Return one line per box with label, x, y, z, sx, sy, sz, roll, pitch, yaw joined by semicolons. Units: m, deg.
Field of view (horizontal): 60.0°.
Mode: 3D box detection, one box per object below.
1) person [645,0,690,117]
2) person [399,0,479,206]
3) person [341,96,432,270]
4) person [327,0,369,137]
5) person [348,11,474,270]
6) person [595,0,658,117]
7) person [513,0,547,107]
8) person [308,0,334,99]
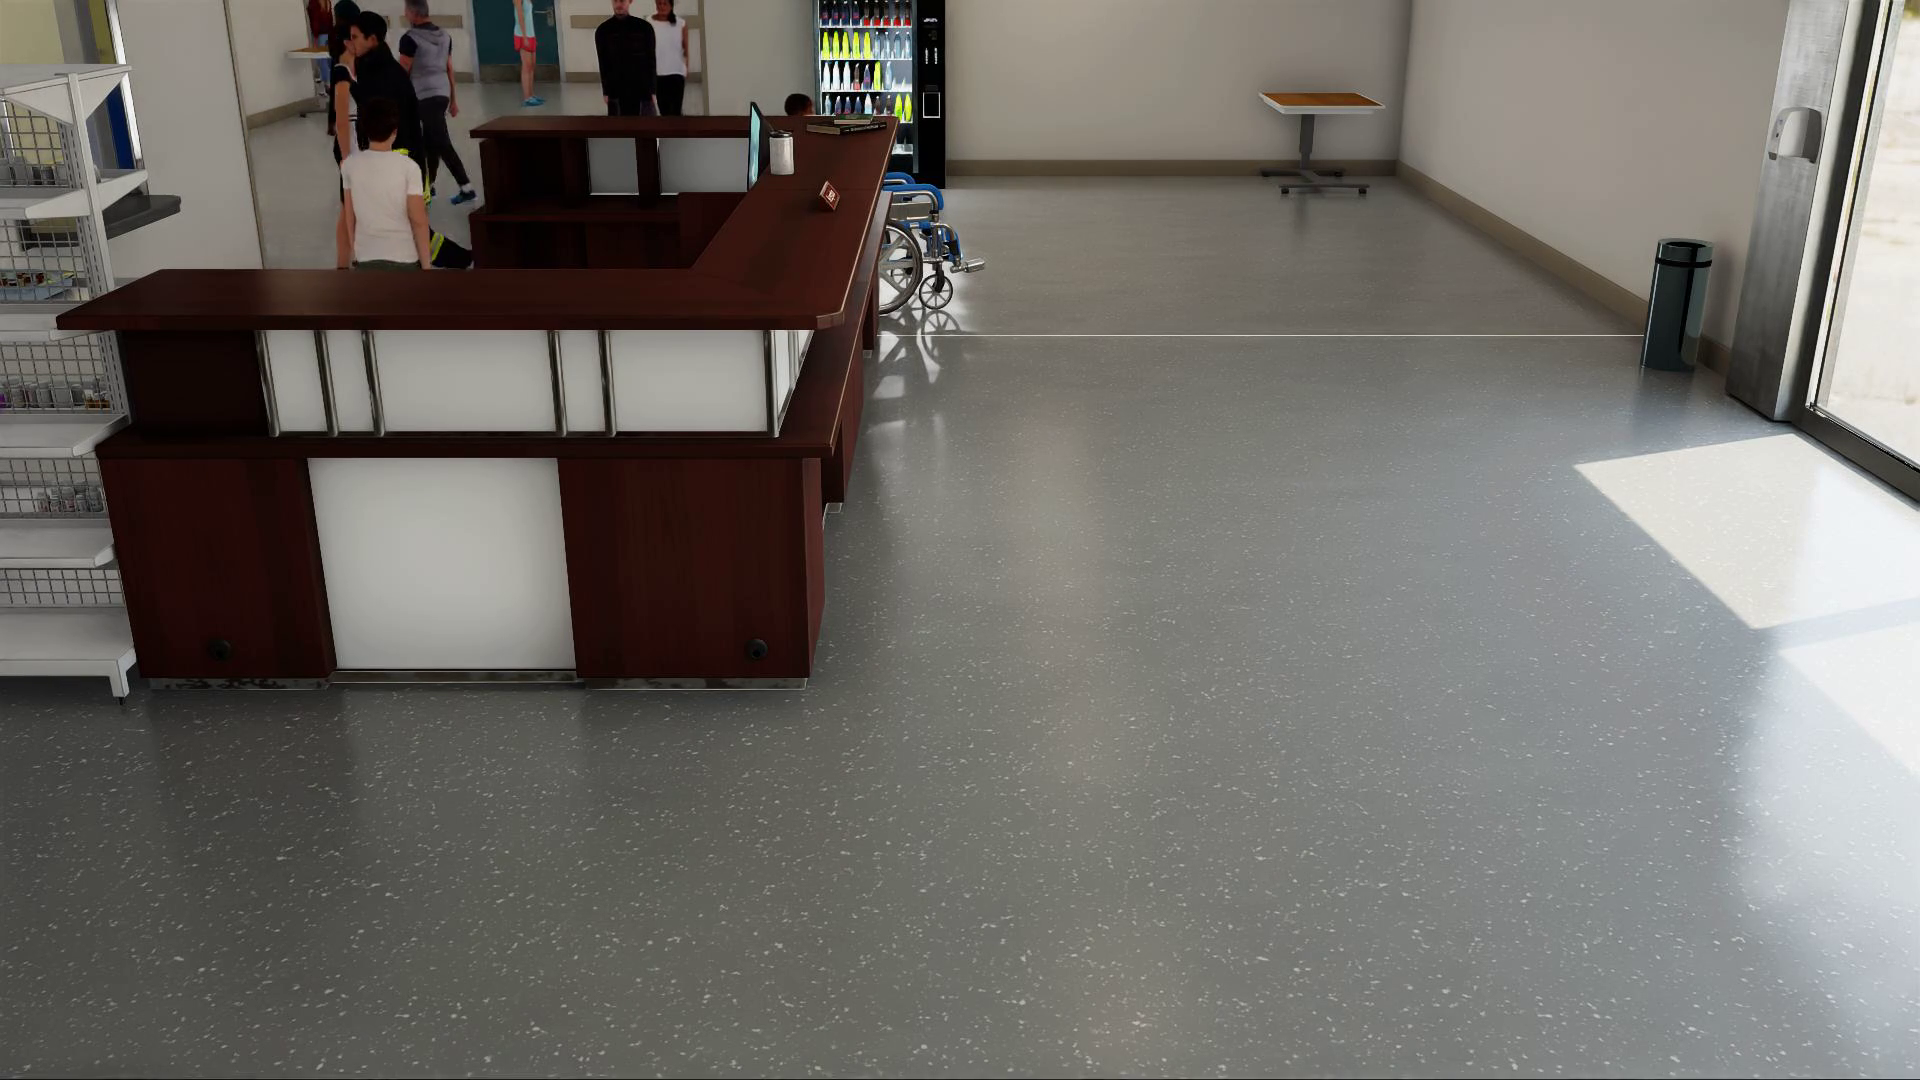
person;-3.216;-5.164;18.313;1.005;1.654;0.761;2;21;5
person;-4.540;-3.796;14.523;1.258;1.781;0.972;9;23;22
person;-2.840;-1.327;8.218;1.030;1.630;0.758;-4;21;-10
person;-4.892;-3.538;13.809;0.951;1.804;0.849;7;22;19
person;-3.494;-2.368;10.576;1.155;1.905;1.066;-13;25;-31
person;-2.891;-3.888;14.584;0.502;1.909;0.733;-1;21;-2
person;-5.833;-6.740;22.316;0.611;1.766;0.586;2;21;4
person;-8.962;-7.074;23.381;0.596;1.635;0.643;4;21;11
